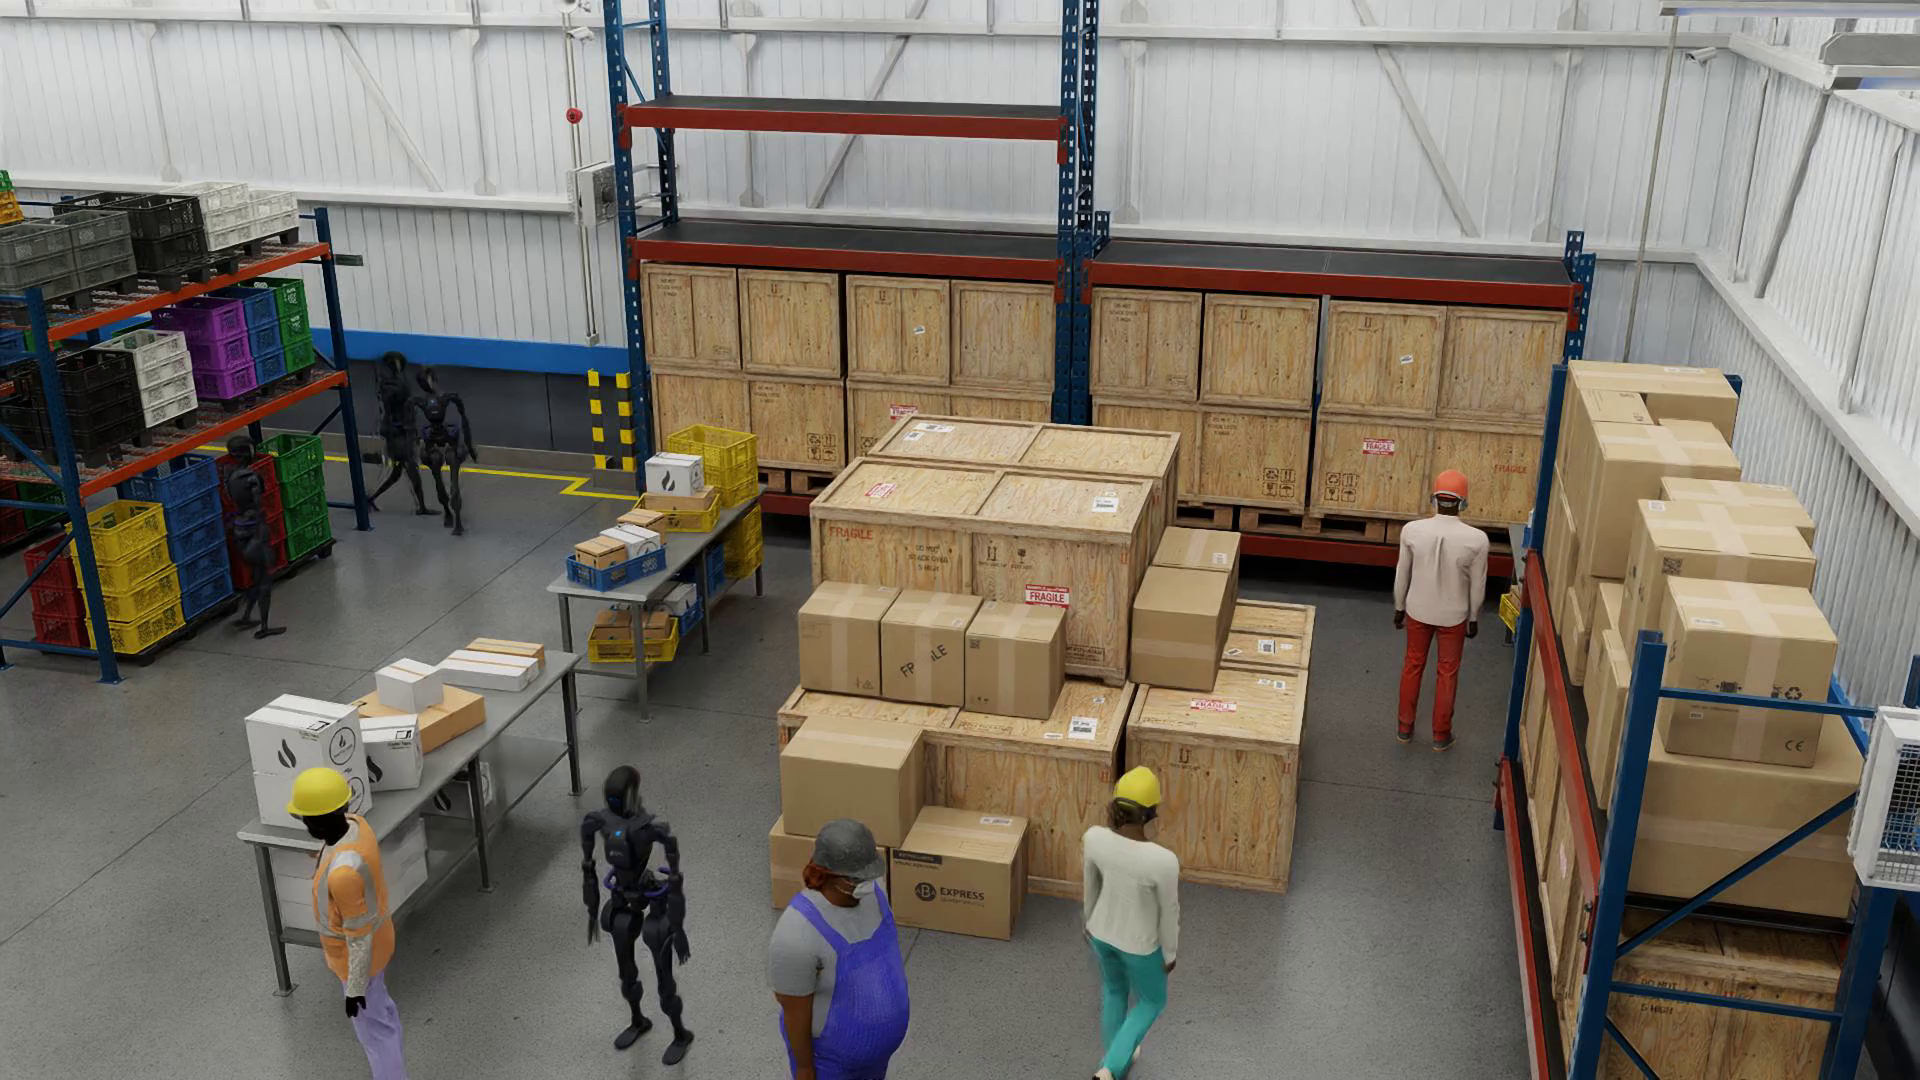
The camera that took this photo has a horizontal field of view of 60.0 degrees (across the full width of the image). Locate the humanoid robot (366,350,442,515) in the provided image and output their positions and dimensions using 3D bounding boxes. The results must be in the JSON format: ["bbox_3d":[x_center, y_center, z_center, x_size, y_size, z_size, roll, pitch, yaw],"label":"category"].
[{"bbox_3d":[-5.398,-1.011,15.787,0.725,1.642,0.554,-1,21,-3],"label":"humanoid robot"}]

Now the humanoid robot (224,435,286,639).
[{"bbox_3d":[-5.603,-0.029,13.149,0.322,1.647,0.606,-15,26,-35],"label":"humanoid robot"}]

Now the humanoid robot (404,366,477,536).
[{"bbox_3d":[-4.772,-0.839,15.304,0.604,1.621,0.695,-4,21,-9],"label":"humanoid robot"}]

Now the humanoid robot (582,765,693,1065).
[{"bbox_3d":[-1.591,1.842,8.253,0.576,1.646,0.350,7,22,17],"label":"humanoid robot"}]

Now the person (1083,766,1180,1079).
[{"bbox_3d":[0.779,1.915,7.973,0.527,1.739,0.534,16,26,35],"label":"person"}]

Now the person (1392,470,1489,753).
[{"bbox_3d":[3.280,0.479,11.412,0.607,1.977,0.430,12,24,28],"label":"person"}]

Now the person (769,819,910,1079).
[{"bbox_3d":[-0.469,2.084,7.116,0.536,2.000,0.685,14,25,32],"label":"person"}]

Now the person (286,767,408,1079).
[{"bbox_3d":[-2.816,1.914,7.719,0.378,1.923,0.589,-6,22,-16],"label":"person"}]
